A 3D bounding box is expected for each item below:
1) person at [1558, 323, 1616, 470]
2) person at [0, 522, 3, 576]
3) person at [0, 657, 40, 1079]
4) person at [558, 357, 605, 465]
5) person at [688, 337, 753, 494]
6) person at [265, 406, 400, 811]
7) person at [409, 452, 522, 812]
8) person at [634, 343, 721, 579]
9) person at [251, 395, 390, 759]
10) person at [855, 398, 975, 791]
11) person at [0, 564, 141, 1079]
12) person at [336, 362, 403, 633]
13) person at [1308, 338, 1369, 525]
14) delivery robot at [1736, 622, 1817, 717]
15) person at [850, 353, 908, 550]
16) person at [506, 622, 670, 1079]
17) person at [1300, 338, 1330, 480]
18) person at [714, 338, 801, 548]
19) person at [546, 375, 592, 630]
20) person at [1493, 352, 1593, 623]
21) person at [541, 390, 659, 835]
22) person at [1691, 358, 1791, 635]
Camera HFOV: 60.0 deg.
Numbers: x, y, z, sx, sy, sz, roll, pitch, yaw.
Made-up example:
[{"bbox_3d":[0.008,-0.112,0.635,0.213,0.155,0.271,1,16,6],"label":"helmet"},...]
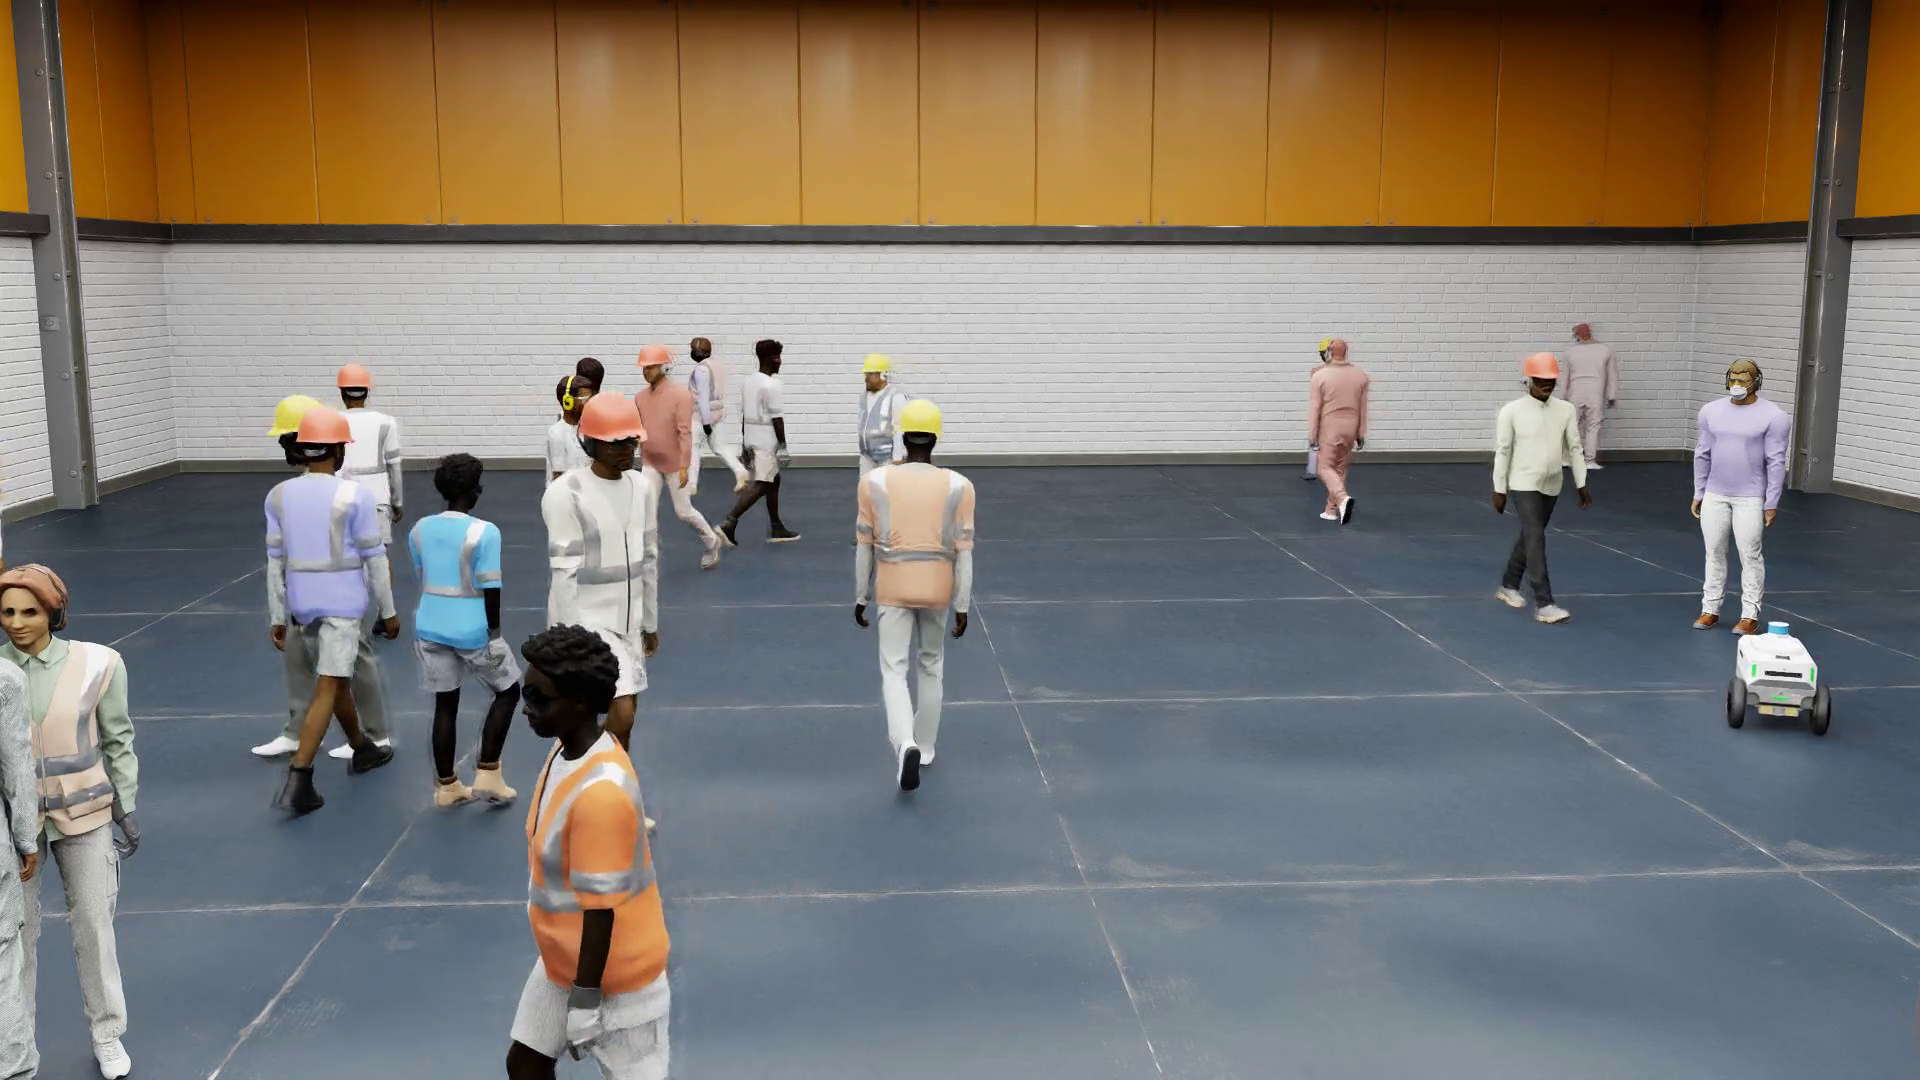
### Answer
[{"bbox_3d":[8.039,-1.828,21.359,0.696,1.883,0.439,4,10,23],"label":"person"},{"bbox_3d":[-5.747,0.052,9.401,0.556,1.916,0.428,-2,9,-15],"label":"person"},{"bbox_3d":[-2.938,0.875,4.832,0.480,1.733,0.339,-4,10,-24],"label":"person"},{"bbox_3d":[-2.599,-0.342,11.882,0.391,1.922,0.593,7,12,39],"label":"person"},{"bbox_3d":[-2.828,-1.409,18.944,0.852,1.812,0.623,2,9,15],"label":"person"},{"bbox_3d":[-3.030,0.306,7.955,0.557,1.884,1.025,2,9,12],"label":"person"},{"bbox_3d":[-2.306,0.431,7.767,0.543,1.677,0.412,4,10,23],"label":"person"},{"bbox_3d":[-2.373,-0.652,13.716,0.610,1.965,0.895,5,10,27],"label":"person"},{"bbox_3d":[-3.313,0.216,8.443,0.792,1.893,0.583,-5,11,-30],"label":"person"},{"bbox_3d":[-0.216,0.260,8.174,0.592,1.902,0.814,-1,9,-6],"label":"person"},{"bbox_3d":[-2.792,0.882,5.088,0.522,1.636,0.310,-5,10,-28],"label":"person"},{"bbox_3d":[-4.188,-0.296,11.683,0.557,1.900,0.965,-5,10,-29],"label":"person"},{"bbox_3d":[3.804,-1.082,16.690,0.645,1.877,0.786,-3,9,-17],"label":"person"},{"bbox_3d":[4.563,0.703,9.303,0.477,0.478,0.707,3,10,20],"label":"delivery robot"},{"bbox_3d":[-0.671,-0.823,15.268,0.591,1.801,0.754,8,12,42],"label":"person"},{"bbox_3d":[-0.947,1.026,4.013,0.651,1.672,0.548,-4,10,-23],"label":"person"},{"bbox_3d":[4.392,-1.548,20.007,0.535,1.748,0.692,-2,9,-13],"label":"person"},{"bbox_3d":[-1.871,-0.887,15.294,0.916,1.928,0.609,-6,11,-33],"label":"person"},{"bbox_3d":[-2.533,-0.147,10.872,0.329,1.861,0.506,1,9,4],"label":"person"},{"bbox_3d":[4.249,-0.403,12.215,0.622,1.948,1.021,-2,9,-15],"label":"person"},{"bbox_3d":[-1.523,0.358,7.192,0.541,2.010,0.641,5,11,31],"label":"person"},{"bbox_3d":[5.425,-0.301,11.616,0.368,1.932,0.622,-7,12,-39],"label":"person"}]
